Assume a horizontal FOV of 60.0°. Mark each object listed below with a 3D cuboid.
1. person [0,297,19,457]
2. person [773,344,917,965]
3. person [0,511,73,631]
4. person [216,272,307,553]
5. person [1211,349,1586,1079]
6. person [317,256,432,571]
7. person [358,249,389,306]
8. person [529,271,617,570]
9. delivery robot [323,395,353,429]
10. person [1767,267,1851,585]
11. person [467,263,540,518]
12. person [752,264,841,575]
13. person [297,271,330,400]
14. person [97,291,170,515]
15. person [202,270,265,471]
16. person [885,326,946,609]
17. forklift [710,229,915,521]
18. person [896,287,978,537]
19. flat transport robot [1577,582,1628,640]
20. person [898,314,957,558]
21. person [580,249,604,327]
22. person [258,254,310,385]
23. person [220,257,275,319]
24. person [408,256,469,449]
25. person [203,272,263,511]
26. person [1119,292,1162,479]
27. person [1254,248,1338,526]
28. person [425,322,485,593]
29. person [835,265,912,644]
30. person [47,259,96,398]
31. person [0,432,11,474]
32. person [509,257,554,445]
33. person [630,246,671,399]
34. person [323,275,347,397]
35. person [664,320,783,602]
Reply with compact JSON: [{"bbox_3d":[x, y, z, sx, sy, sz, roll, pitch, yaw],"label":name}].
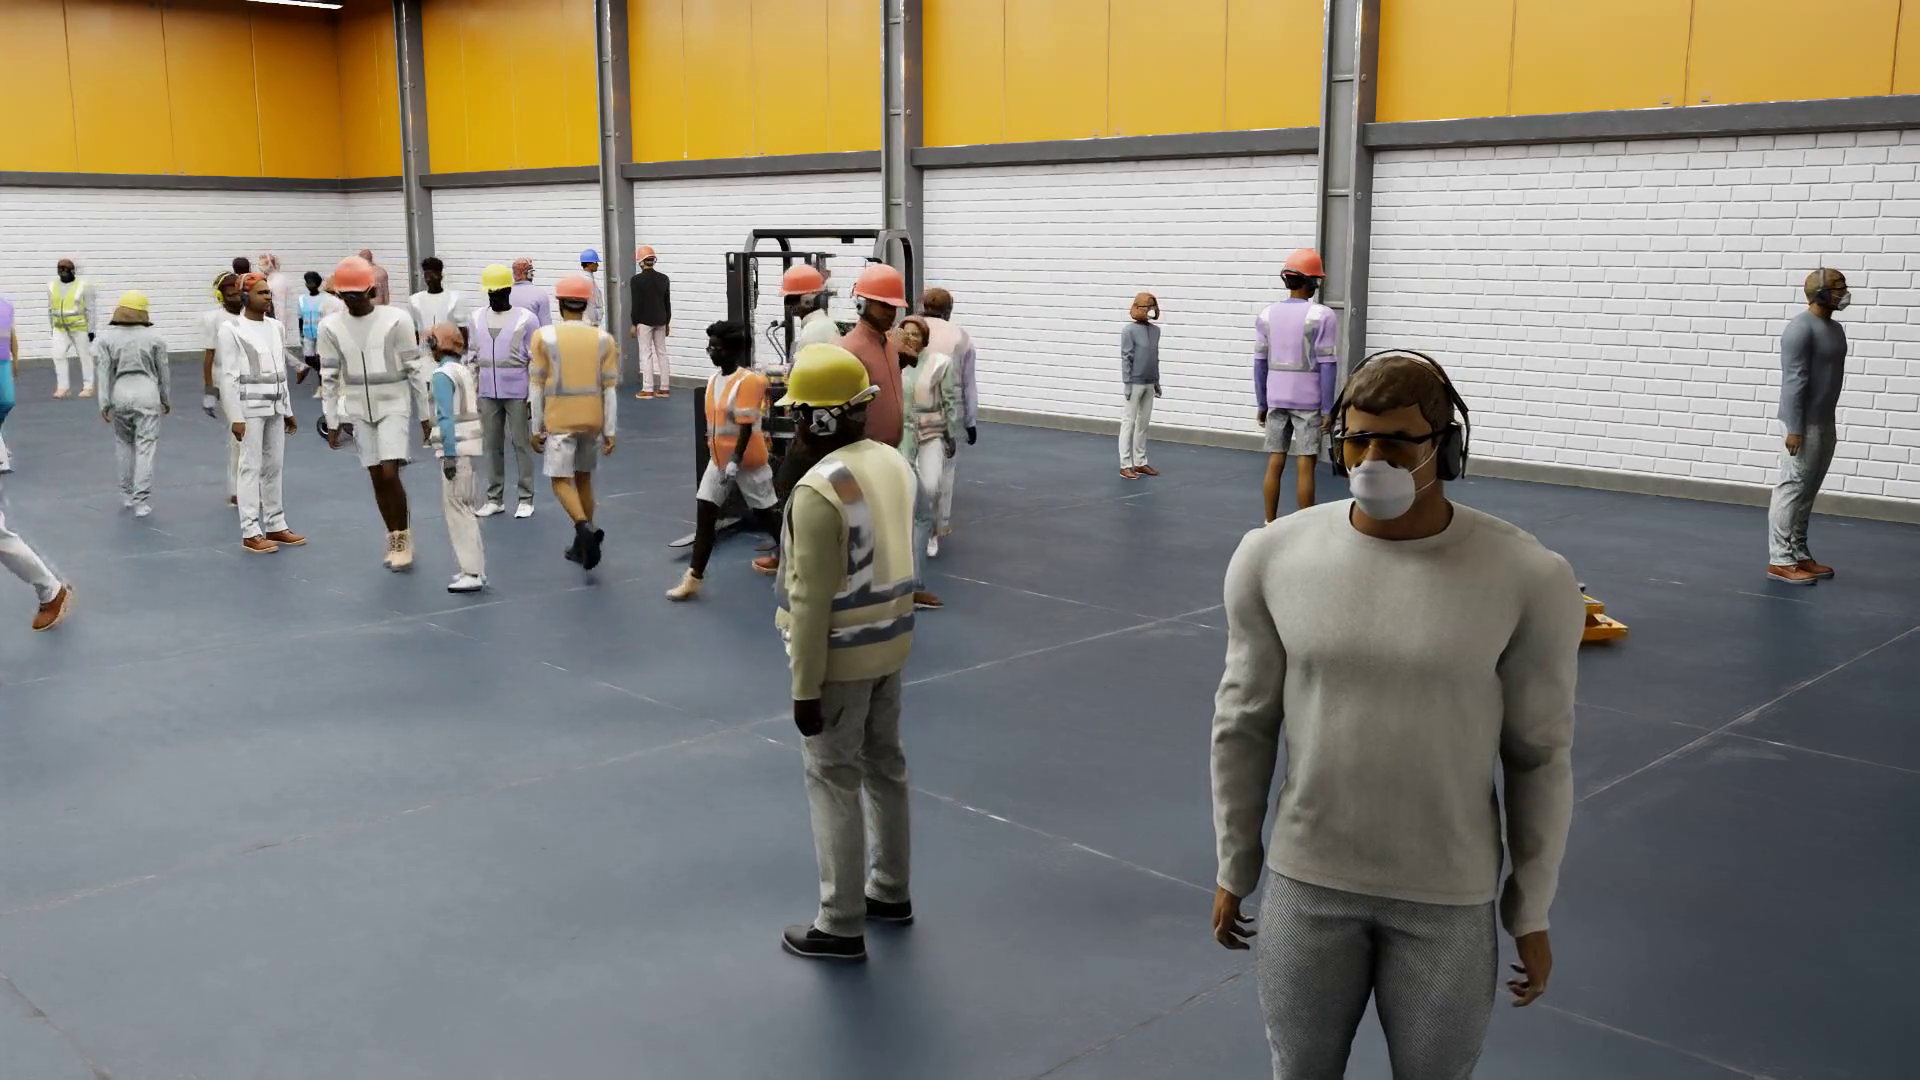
[{"bbox_3d":[-9.454,-1.730,16.163,0.645,1.828,0.567,8,13,36],"label":"person"},{"bbox_3d":[-0.346,0.336,4.922,0.403,1.824,0.598,5,12,26],"label":"person"},{"bbox_3d":[-5.160,-0.356,8.654,0.586,1.853,0.969,4,11,22],"label":"person"},{"bbox_3d":[-4.731,-0.861,11.268,0.355,1.884,0.575,3,11,16],"label":"person"},{"bbox_3d":[0.759,0.625,3.012,0.635,1.938,0.354,4,11,22],"label":"person"},{"bbox_3d":[-3.716,-0.785,10.541,0.643,1.994,0.637,0,10,2],"label":"person"},{"bbox_3d":[-9.778,-3.854,27.544,0.639,1.902,0.407,-7,13,-35],"label":"person"},{"bbox_3d":[-2.418,-0.745,10.569,0.549,1.911,0.785,-7,12,-32],"label":"person"},{"bbox_3d":[-6.313,-1.381,17.473,0.707,0.478,0.477,3,11,15],"label":"delivery robot"},{"bbox_3d":[5.249,-0.705,10.263,0.636,1.939,0.363,-10,14,-43],"label":"person"},{"bbox_3d":[-3.449,-1.121,12.578,0.586,1.924,0.370,2,11,12],"label":"person"},{"bbox_3d":[-0.952,-0.737,10.419,0.888,1.946,0.655,1,10,7],"label":"person"},{"bbox_3d":[-8.394,-2.693,21.823,0.533,1.679,0.582,2,11,9],"label":"person"},{"bbox_3d":[-6.372,-1.067,12.887,0.496,1.698,0.807,-3,11,-17],"label":"person"},{"bbox_3d":[-6.004,-1.328,13.926,0.553,1.840,0.436,-5,12,-26],"label":"person"},{"bbox_3d":[-0.324,-0.415,9.573,0.355,1.616,0.540,-4,11,-20],"label":"person"},{"bbox_3d":[-1.050,-1.319,12.920,1.214,2.155,2.313,2,11,13],"label":"forklift"},{"bbox_3d":[-0.191,-0.842,11.480,0.667,1.779,0.893,-2,11,-10],"label":"person"},{"bbox_3d":[2.749,0.376,8.922,1.431,0.197,0.652,-1,10,-5],"label":"flat transport robot"},{"bbox_3d":[-0.293,-0.652,10.834,0.537,1.623,0.381,2,11,8],"label":"person"},{"bbox_3d":[-4.948,-2.910,22.265,0.391,1.948,0.605,-4,11,-22],"label":"person"},{"bbox_3d":[-9.425,-3.018,23.023,0.591,1.882,0.655,-5,12,-27],"label":"person"},{"bbox_3d":[-8.331,-2.373,19.527,0.622,1.881,0.905,-5,12,-26],"label":"person"},{"bbox_3d":[-5.303,-1.936,17.041,0.606,1.933,0.970,-1,10,-5],"label":"person"},{"bbox_3d":[-5.530,-1.141,12.902,0.580,1.843,0.647,2,11,13],"label":"person"},{"bbox_3d":[1.604,-1.365,14.693,0.498,1.634,0.284,-10,15,-44],"label":"person"},{"bbox_3d":[2.272,-0.933,11.221,0.608,2.045,0.392,10,14,43],"label":"person"},{"bbox_3d":[-3.057,-0.502,10.064,0.343,1.607,0.681,-1,10,-6],"label":"person"},{"bbox_3d":[-0.437,-0.389,8.421,0.402,1.984,0.613,4,11,20],"label":"person"},{"bbox_3d":[-11.651,-2.751,21.756,0.659,1.811,0.768,0,10,-1],"label":"person"},{"bbox_3d":[-8.937,-1.373,14.862,0.875,1.592,0.519,3,11,17],"label":"person"},{"bbox_3d":[-4.415,-1.924,16.997,0.636,1.911,0.406,3,11,14],"label":"person"},{"bbox_3d":[-4.070,-2.850,21.818,0.400,1.989,0.623,10,14,43],"label":"person"},{"bbox_3d":[-7.844,-2.522,21.003,0.508,1.633,0.274,10,14,42],"label":"person"},{"bbox_3d":[-1.298,-0.477,9.824,0.905,1.647,0.527,-10,14,-43],"label":"person"}]
